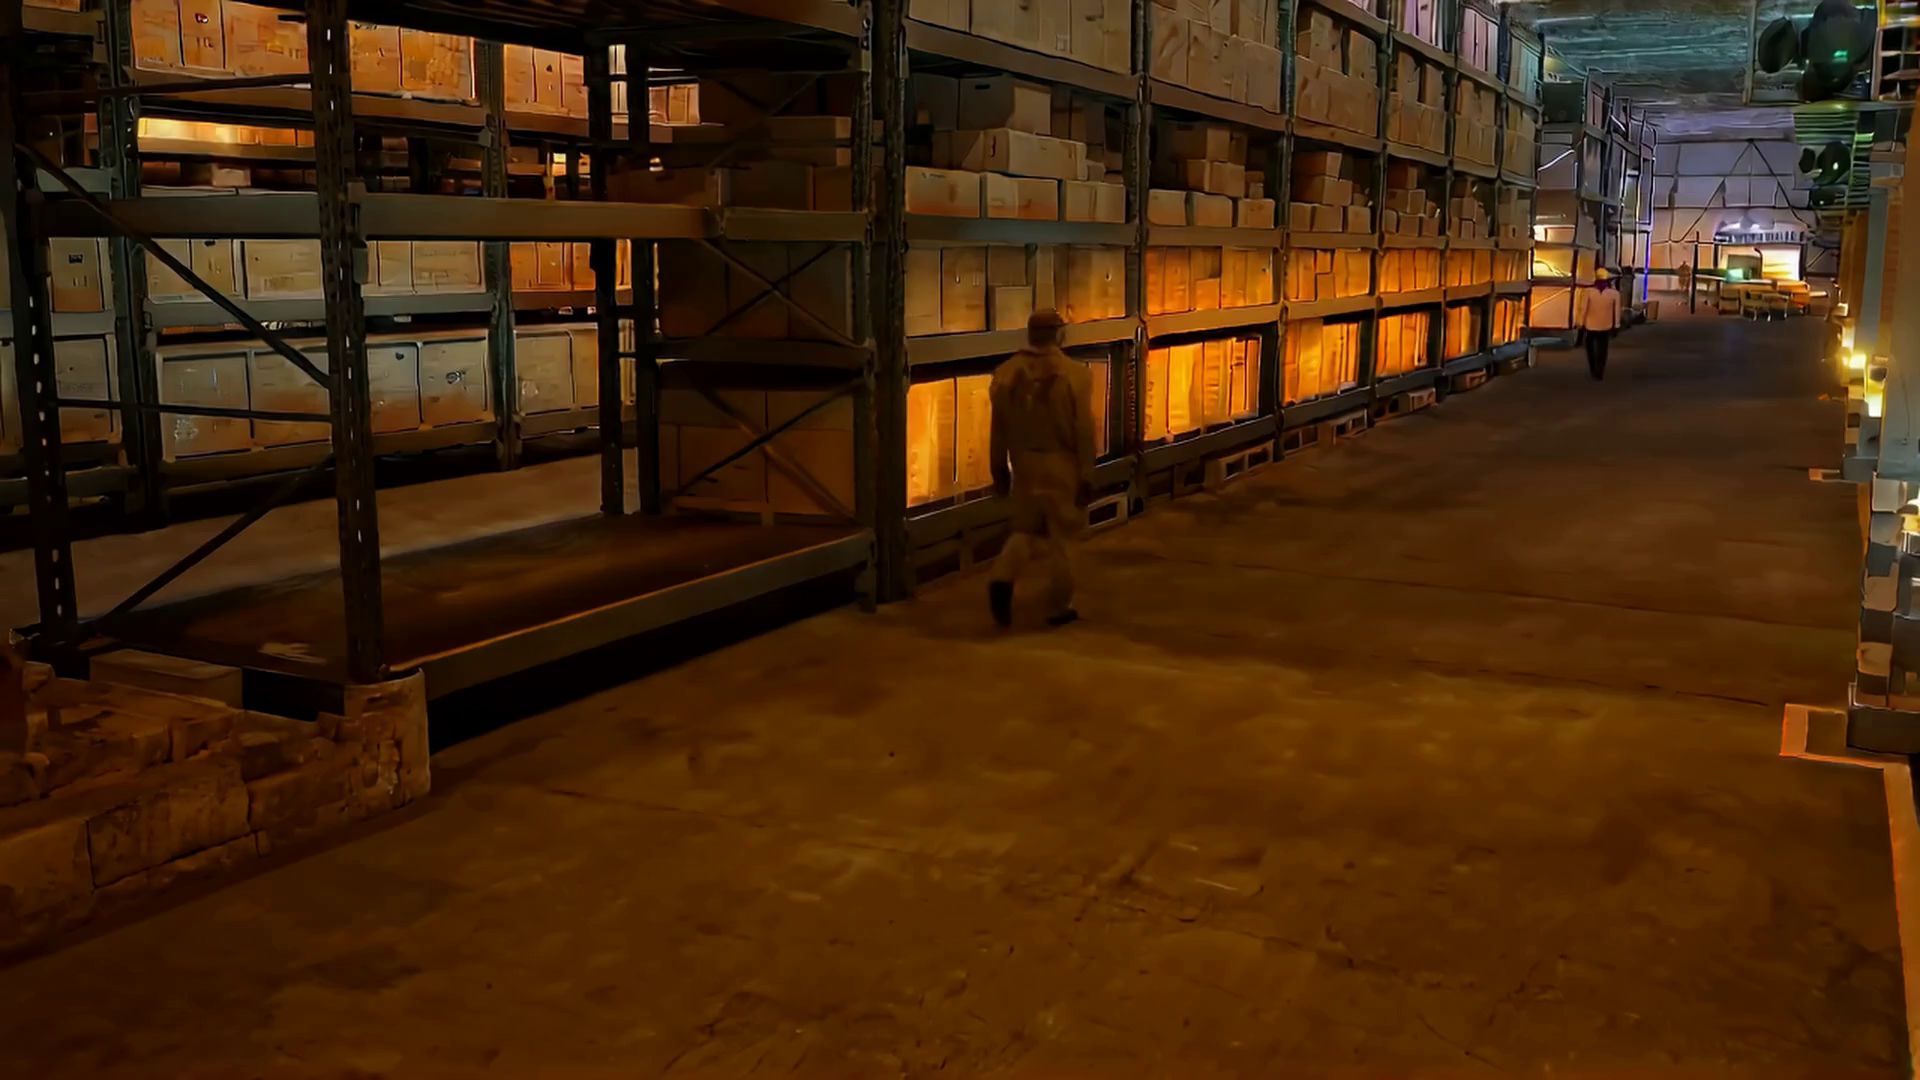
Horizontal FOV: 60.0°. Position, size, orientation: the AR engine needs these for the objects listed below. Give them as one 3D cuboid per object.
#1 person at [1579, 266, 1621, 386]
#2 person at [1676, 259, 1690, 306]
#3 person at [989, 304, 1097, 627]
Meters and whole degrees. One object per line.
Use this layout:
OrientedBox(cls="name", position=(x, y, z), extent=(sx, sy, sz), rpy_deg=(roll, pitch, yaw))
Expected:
OrientedBox(cls="person", position=(10.541, -3.527, 27.396), extent=(0.626, 1.965, 0.768), rpy_deg=(5, 11, 27))
OrientedBox(cls="person", position=(29.431, -10.474, 67.744), extent=(0.365, 1.933, 0.628), rpy_deg=(-4, 11, -22))
OrientedBox(cls="person", position=(0.461, -0.400, 9.545), extent=(0.650, 1.887, 0.709), rpy_deg=(5, 11, 27))
